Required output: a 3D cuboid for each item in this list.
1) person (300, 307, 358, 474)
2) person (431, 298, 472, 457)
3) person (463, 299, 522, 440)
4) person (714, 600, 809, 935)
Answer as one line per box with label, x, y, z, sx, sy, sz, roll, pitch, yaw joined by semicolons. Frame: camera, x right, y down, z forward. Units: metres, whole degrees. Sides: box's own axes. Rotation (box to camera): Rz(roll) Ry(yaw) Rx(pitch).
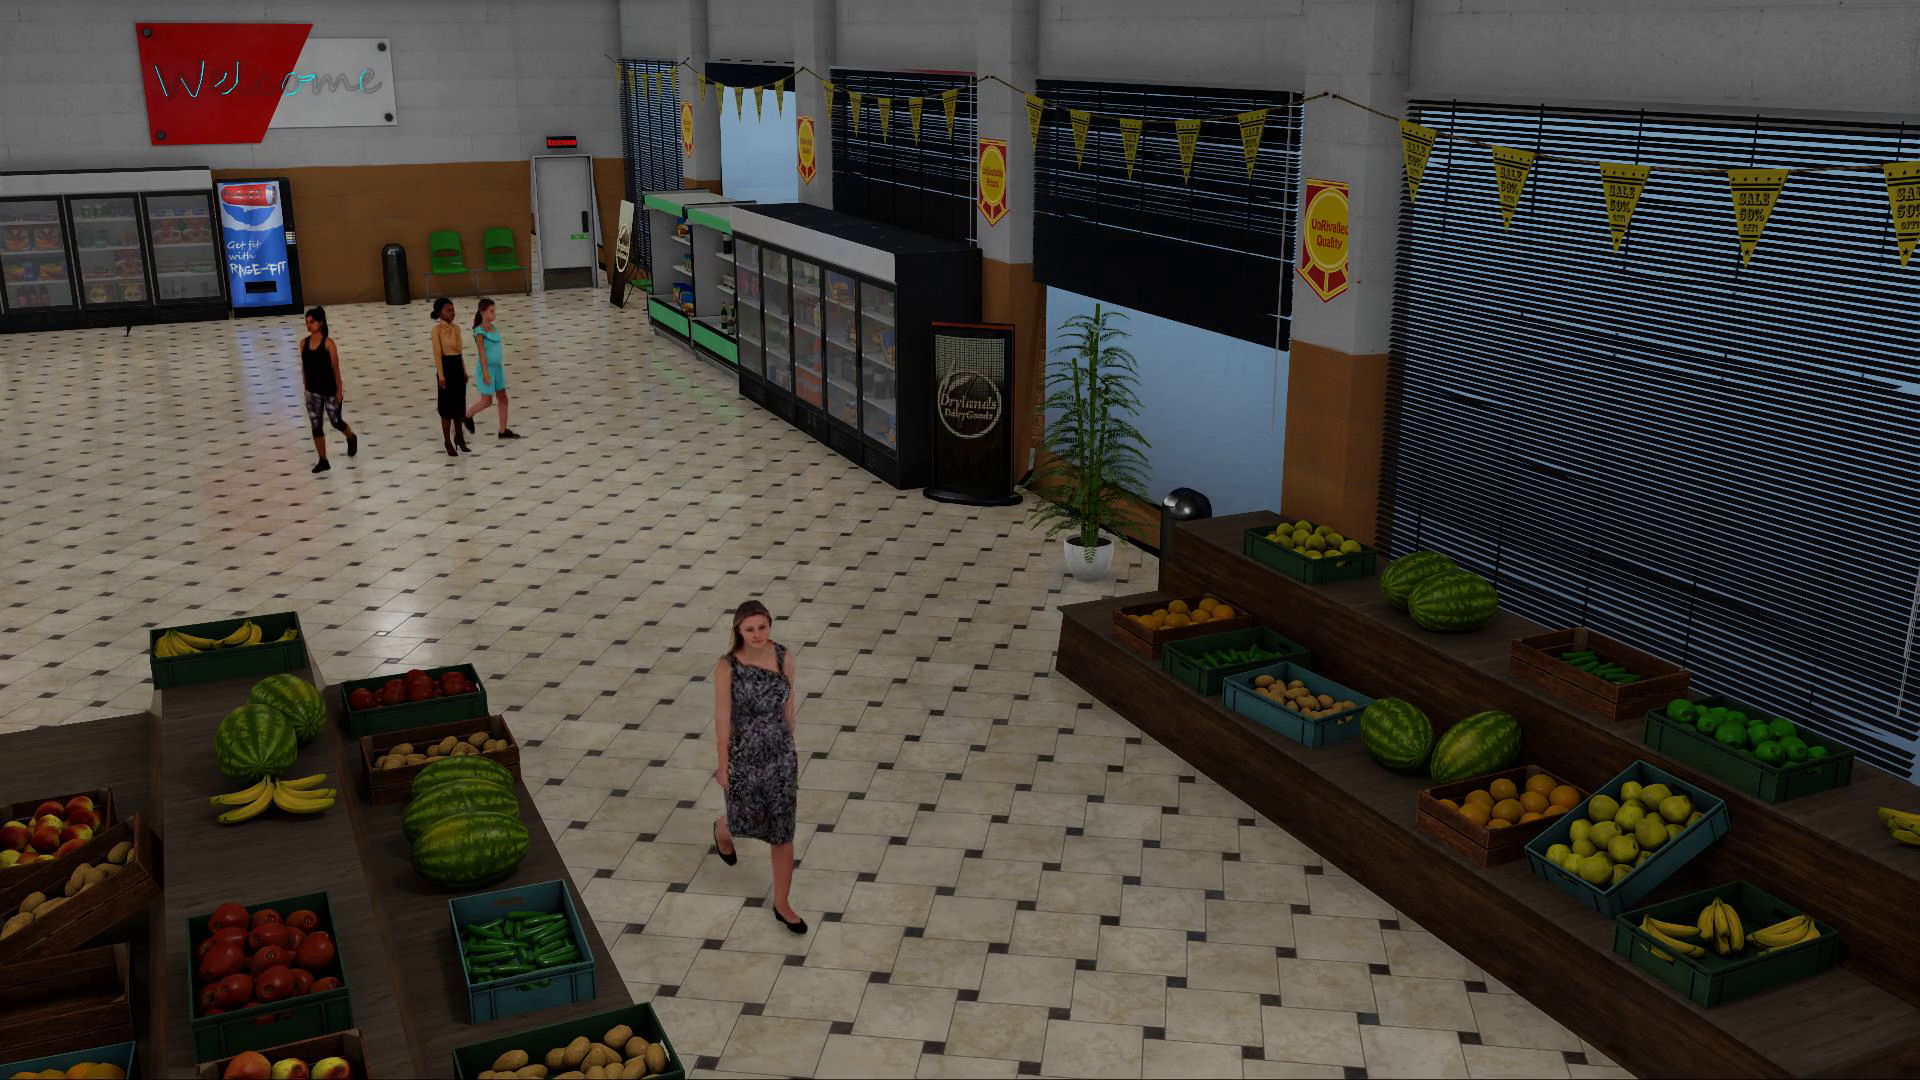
person;-6.419;-1.534;16.894;0.931;1.641;1.077;3;17;10
person;-5.349;-1.718;17.479;0.708;1.653;0.654;7;18;21
person;-5.174;-1.839;18.069;0.964;1.541;0.894;6;18;20
person;-1.039;1.075;8.238;0.619;1.679;1.035;-10;19;-29
